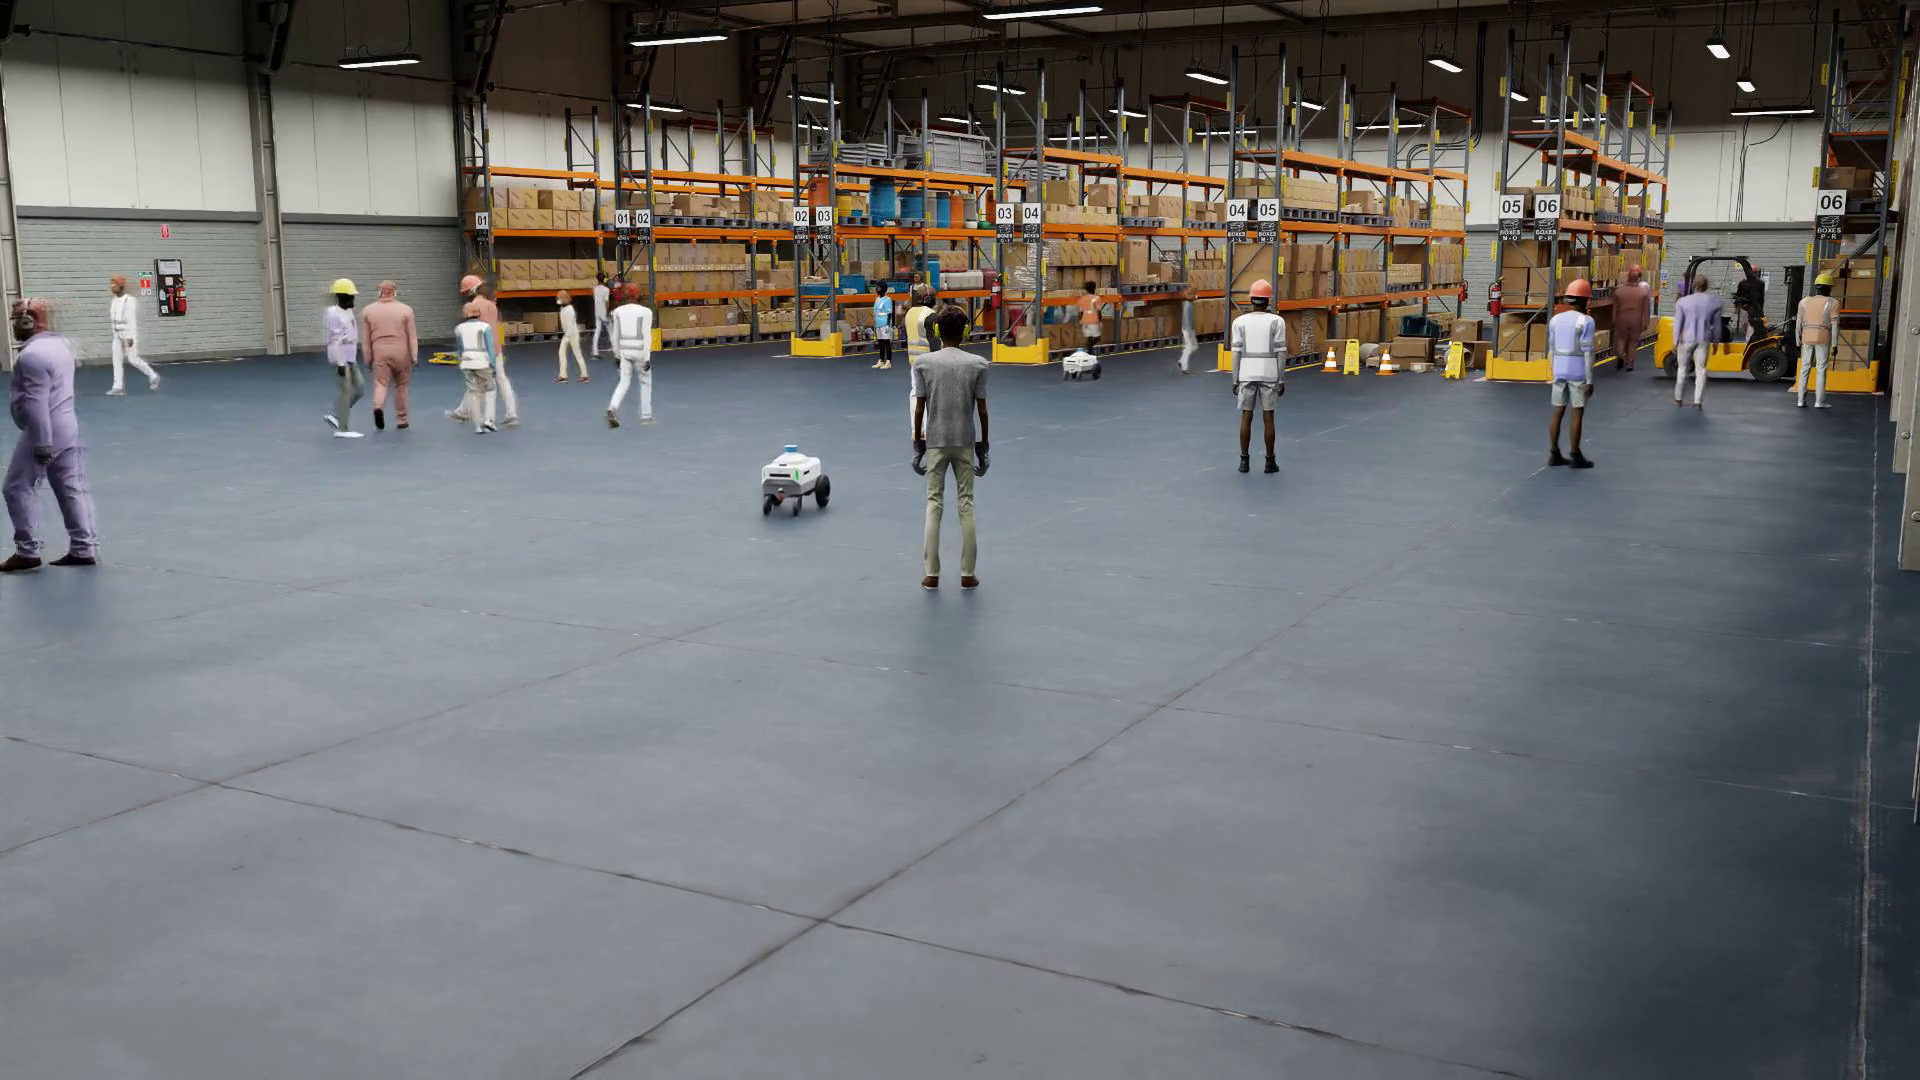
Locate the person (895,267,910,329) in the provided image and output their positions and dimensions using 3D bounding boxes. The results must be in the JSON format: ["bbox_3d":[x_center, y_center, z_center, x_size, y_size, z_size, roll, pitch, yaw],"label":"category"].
[{"bbox_3d":[-1.436,-6.287,44.152,0.988,1.893,0.542,-9,13,-42],"label":"person"}]

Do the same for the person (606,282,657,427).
[{"bbox_3d":[-4.215,-2.361,21.247,0.582,1.855,0.881,3,10,19],"label":"person"}]

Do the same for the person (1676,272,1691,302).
[{"bbox_3d":[18.652,-5.977,42.586,0.629,1.777,1.003,4,10,22],"label":"person"}]

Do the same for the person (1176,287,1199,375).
[{"bbox_3d":[4.227,-3.841,30.556,0.349,1.617,0.523,2,10,12],"label":"person"}]

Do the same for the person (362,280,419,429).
[{"bbox_3d":[-7.125,-2.310,20.816,0.667,1.881,0.680,-1,10,-7],"label":"person"}]

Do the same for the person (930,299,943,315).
[{"bbox_3d":[-0.732,-6.083,43.798,0.522,1.584,0.890,4,10,21],"label":"person"}]

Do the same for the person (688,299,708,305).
[{"bbox_3d":[-6.729,-5.995,42.541,0.586,1.835,0.403,5,11,26],"label":"person"}]

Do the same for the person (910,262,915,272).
[{"bbox_3d":[-1.294,-6.775,46.617,0.639,1.994,1.037,6,11,31],"label":"person"}]

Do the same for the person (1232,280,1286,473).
[{"bbox_3d":[3.002,-1.638,16.728,0.543,1.939,0.362,3,10,17],"label":"person"}]

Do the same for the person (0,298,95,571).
[{"bbox_3d":[-6.447,-0.719,11.524,0.753,1.881,0.664,-2,10,-9],"label":"person"}]

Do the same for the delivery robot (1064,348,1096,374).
[{"bbox_3d":[2.112,-3.128,29.224,0.477,0.478,0.707,6,11,30],"label":"delivery robot"}]

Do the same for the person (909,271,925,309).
[{"bbox_3d":[-0.928,-5.181,37.744,0.509,1.844,0.329,5,11,29],"label":"person"}]

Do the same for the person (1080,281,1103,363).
[{"bbox_3d":[2.599,-4.382,33.529,0.469,1.679,0.543,-8,13,-40],"label":"person"}]

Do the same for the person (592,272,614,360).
[{"bbox_3d":[-7.504,-4.743,35.222,0.546,1.824,0.929,7,12,34],"label":"person"}]

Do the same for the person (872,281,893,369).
[{"bbox_3d":[-1.490,-4.136,32.055,0.321,1.697,0.529,-6,11,-31],"label":"person"}]

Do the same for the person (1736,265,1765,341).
[{"bbox_3d":[19.136,-5.676,40.291,0.631,1.968,0.839,7,12,34],"label":"person"}]

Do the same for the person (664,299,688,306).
[{"bbox_3d":[-7.294,-6.054,42.836,0.602,1.853,1.022,0,10,1],"label":"person"}]

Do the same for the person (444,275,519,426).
[{"bbox_3d":[-6.123,-2.418,21.315,1.043,1.915,0.679,4,11,25],"label":"person"}]

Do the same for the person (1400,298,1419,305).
[{"bbox_3d":[12.441,-6.588,46.001,0.526,1.839,0.530,-5,11,-29],"label":"person"}]

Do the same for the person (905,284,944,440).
[{"bbox_3d":[-0.394,-2.077,19.586,0.429,1.844,0.627,-6,11,-32],"label":"person"}]

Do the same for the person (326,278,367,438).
[{"bbox_3d":[-7.377,-2.171,19.942,0.438,1.912,0.595,1,10,3],"label":"person"}]

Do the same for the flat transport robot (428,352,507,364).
[{"bbox_3d":[-10.010,-3.724,33.817,0.652,0.197,1.431,7,12,37],"label":"flat transport robot"}]

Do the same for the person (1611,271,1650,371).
[{"bbox_3d":[12.707,-4.137,31.491,0.674,1.889,0.442,5,11,28],"label":"person"}]

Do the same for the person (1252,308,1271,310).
[{"bbox_3d":[7.714,-5.918,41.973,1.046,1.882,0.645,-9,13,-44],"label":"person"}]

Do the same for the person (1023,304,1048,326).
[{"bbox_3d":[1.746,-5.331,38.780,0.610,1.787,0.919,2,10,14],"label":"person"}]

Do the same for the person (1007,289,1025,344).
[{"bbox_3d":[1.378,-5.701,41.049,0.541,1.749,0.565,4,11,24],"label":"person"}]

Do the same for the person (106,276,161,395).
[{"bbox_3d":[-13.104,-3.219,26.195,0.578,1.866,0.802,5,11,26],"label":"person"}]

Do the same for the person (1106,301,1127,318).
[{"bbox_3d":[4.056,-6.070,43.370,0.494,1.705,0.856,5,11,25],"label":"person"}]

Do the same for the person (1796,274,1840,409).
[{"bbox_3d":[12.292,-2.845,23.838,0.379,1.922,0.592,-8,12,-38],"label":"person"}]

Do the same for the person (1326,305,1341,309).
[{"bbox_3d":[9.969,-6.289,43.928,0.612,1.948,0.629,6,11,32],"label":"person"}]

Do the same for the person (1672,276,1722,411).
[{"bbox_3d":[10.500,-2.815,23.764,0.664,1.885,1.018,2,10,13],"label":"person"}]

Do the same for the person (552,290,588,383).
[{"bbox_3d":[-6.714,-3.477,28.495,0.750,1.578,0.509,-7,12,-36],"label":"person"}]

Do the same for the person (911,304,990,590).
[{"bbox_3d":[-0.064,-0.596,10.867,0.517,1.865,0.313,0,10,-1],"label":"person"}]

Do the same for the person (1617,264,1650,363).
[{"bbox_3d":[13.541,-4.544,33.501,0.624,2.024,0.736,6,11,31],"label":"person"}]

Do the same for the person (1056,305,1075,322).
[{"bbox_3d":[2.844,-6.292,44.192,0.617,1.886,1.074,5,11,26],"label":"person"}]

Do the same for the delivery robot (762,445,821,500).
[{"bbox_3d":[-1.440,-0.569,14.238,0.477,0.478,0.707,2,10,11],"label":"delivery robot"}]

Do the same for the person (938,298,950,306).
[{"bbox_3d":[-0.552,-7.886,53.401,1.046,1.917,0.674,-5,11,-28],"label":"person"}]

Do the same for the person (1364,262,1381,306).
[{"bbox_3d":[11.584,-6.784,46.557,0.694,2.000,0.645,9,13,42],"label":"person"}]

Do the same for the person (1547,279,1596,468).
[{"bbox_3d":[6.311,-1.705,17.131,0.363,1.937,0.548,-6,11,-31],"label":"person"}]

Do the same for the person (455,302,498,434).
[{"bbox_3d":[-5.921,-2.110,20.443,0.545,1.617,0.407,2,10,10],"label":"person"}]
